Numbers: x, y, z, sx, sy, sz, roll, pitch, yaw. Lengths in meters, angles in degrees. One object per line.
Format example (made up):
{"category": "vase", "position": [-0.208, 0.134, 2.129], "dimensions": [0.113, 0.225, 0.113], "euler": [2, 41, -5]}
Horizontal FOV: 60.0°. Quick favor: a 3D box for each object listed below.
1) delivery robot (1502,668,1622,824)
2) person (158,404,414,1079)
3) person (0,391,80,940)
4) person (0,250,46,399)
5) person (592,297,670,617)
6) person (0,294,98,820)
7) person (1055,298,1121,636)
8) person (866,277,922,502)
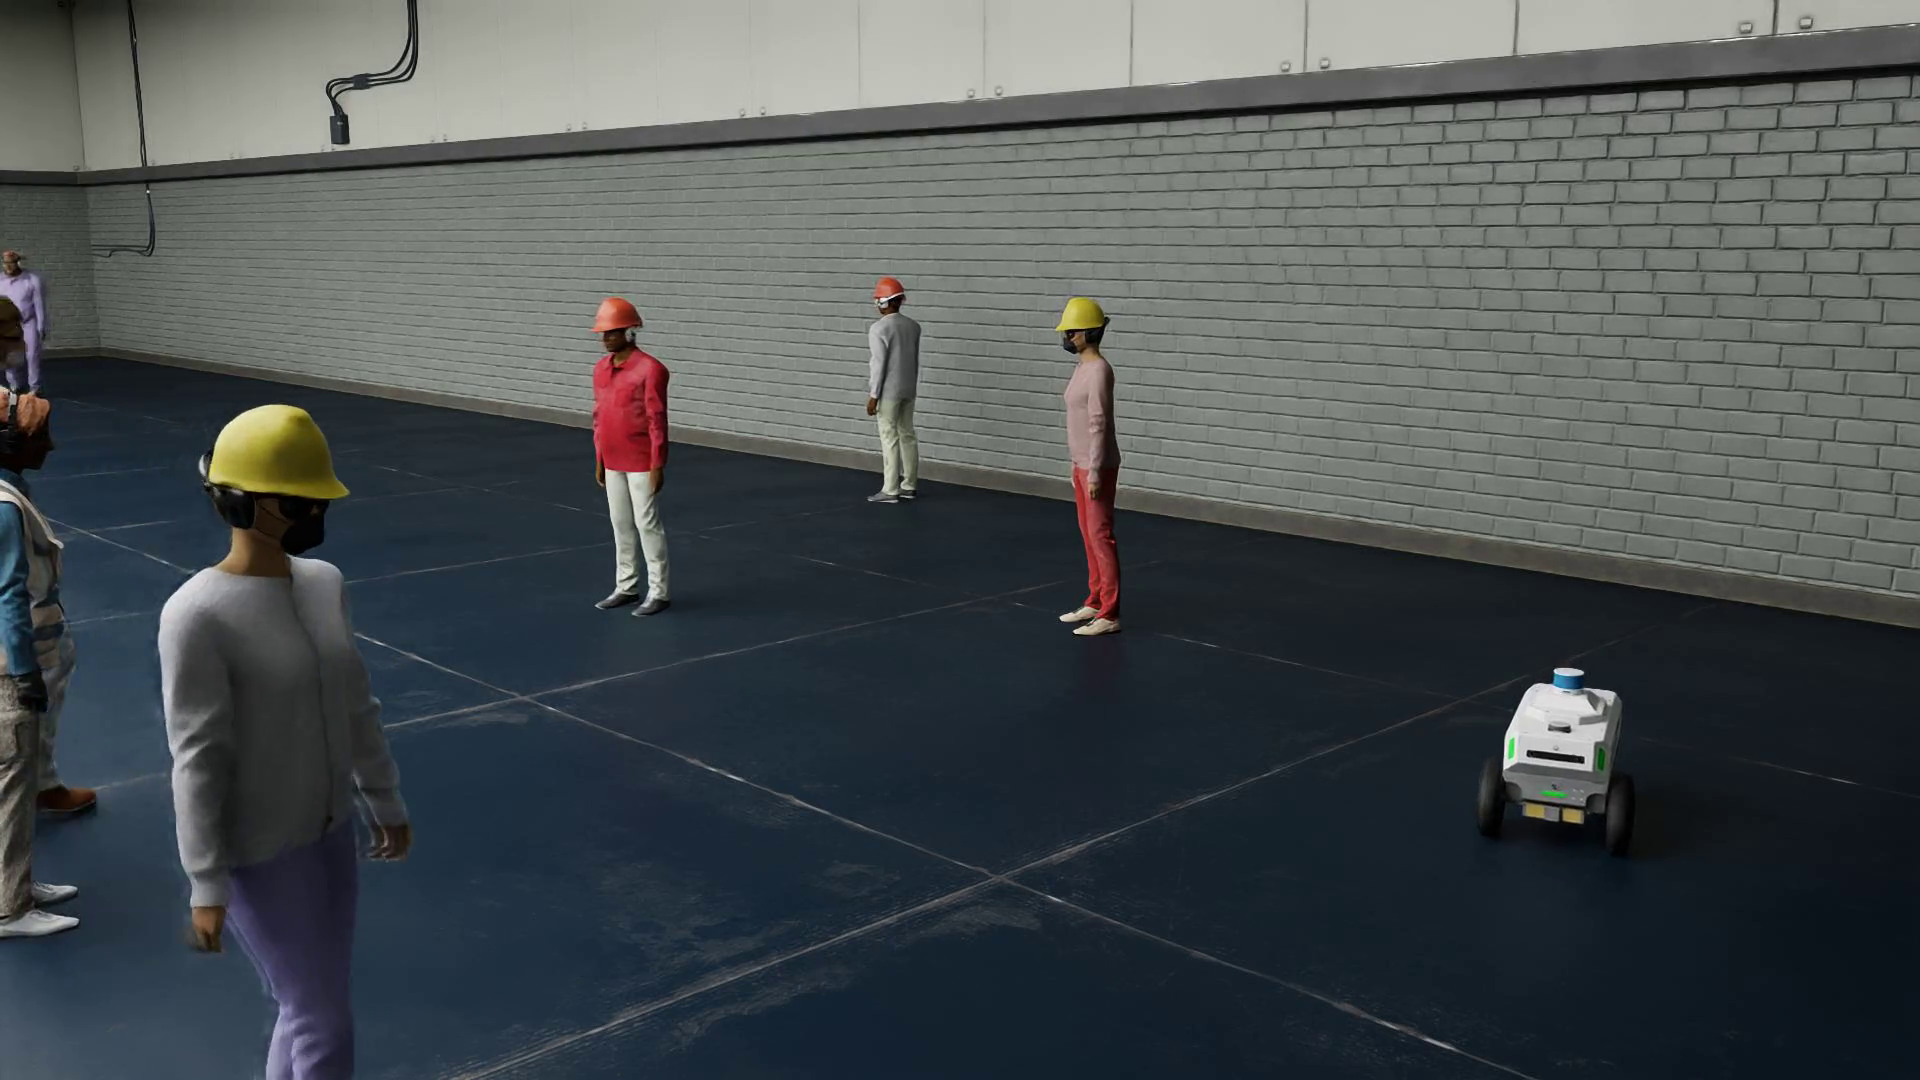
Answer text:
{"category": "delivery robot", "position": [2.129, 0.694, 5.856], "dimensions": [0.477, 0.478, 0.707], "euler": [5, 11, 24]}
{"category": "person", "position": [-1.283, 0.602, 3.344], "dimensions": [0.462, 1.749, 0.562], "euler": [2, 11, 11]}
{"category": "person", "position": [-2.821, 0.369, 4.968], "dimensions": [0.323, 1.630, 0.510], "euler": [-6, 12, -28]}
{"category": "person", "position": [-11.814, -2.681, 20.909], "dimensions": [0.642, 1.888, 0.483], "euler": [-2, 11, -10]}
{"category": "person", "position": [-1.828, -0.452, 9.125], "dimensions": [0.572, 1.743, 0.352], "euler": [8, 13, 39]}
{"category": "person", "position": [-3.335, 0.089, 5.719], "dimensions": [0.776, 1.899, 0.720], "euler": [7, 13, 35]}
{"category": "person", "position": [0.661, -0.382, 8.712], "dimensions": [0.350, 1.758, 0.522], "euler": [-1, 10, -8]}
{"category": "person", "position": [-0.537, -1.171, 13.011], "dimensions": [0.332, 1.753, 0.561], "euler": [8, 13, 36]}
